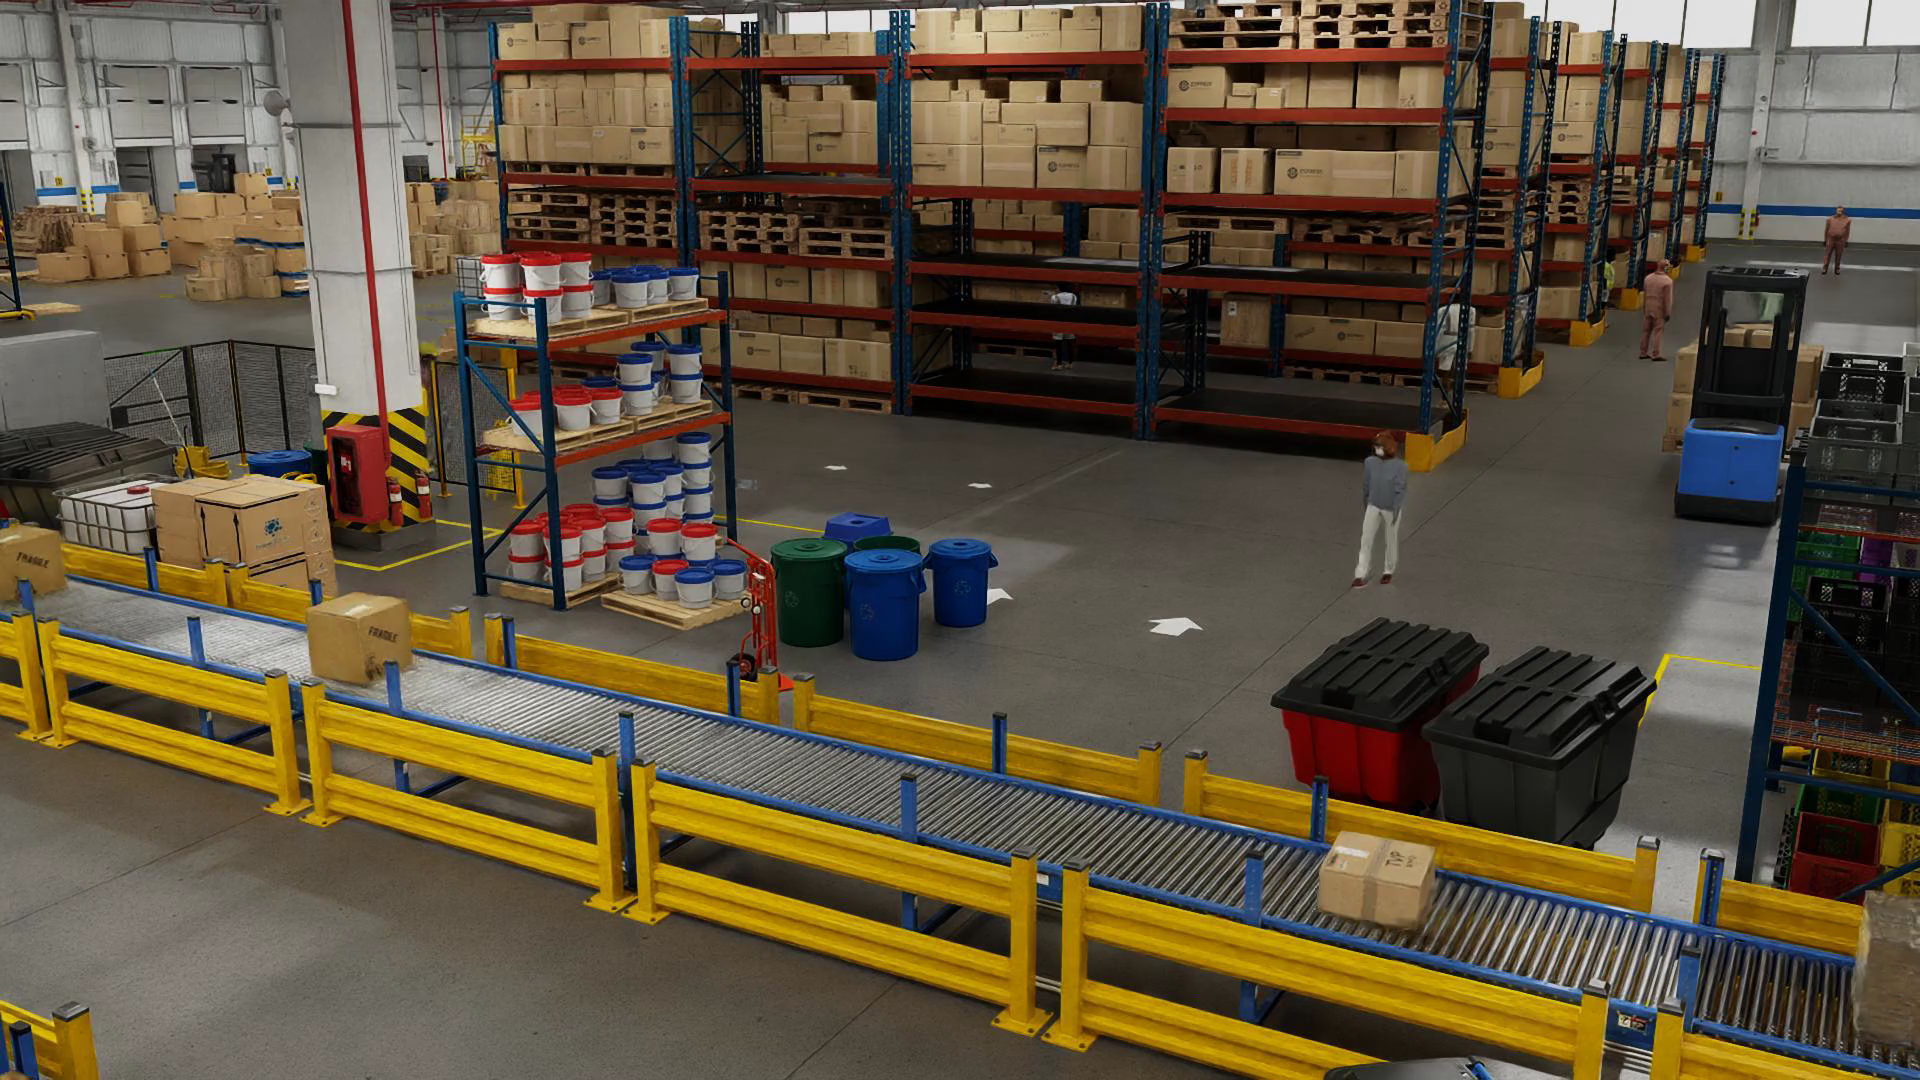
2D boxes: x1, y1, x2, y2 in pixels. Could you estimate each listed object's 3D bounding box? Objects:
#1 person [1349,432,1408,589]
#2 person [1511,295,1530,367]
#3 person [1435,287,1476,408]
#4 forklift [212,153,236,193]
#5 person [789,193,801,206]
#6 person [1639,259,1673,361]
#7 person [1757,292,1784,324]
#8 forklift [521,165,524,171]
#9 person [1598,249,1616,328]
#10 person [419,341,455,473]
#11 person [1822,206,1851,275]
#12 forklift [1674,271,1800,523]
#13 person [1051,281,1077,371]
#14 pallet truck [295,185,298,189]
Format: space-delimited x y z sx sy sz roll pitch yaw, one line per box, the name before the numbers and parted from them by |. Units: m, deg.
person | 4.192 -0.279 16.614 0.502 1.594 0.802 11 18 34
person | 10.105 -3.925 29.733 0.782 1.921 0.557 10 18 34
person | 7.728 -3.017 26.047 0.615 2.040 0.391 -1 15 -2
forklift | -26.967 -12.815 61.276 1.873 2.768 1.129 4 15 13
person | -5.309 -10.311 53.675 0.376 1.934 0.547 -13 20 -40
person | 13.079 -4.300 31.154 0.399 1.900 0.645 -7 16 -25
person | 15.001 -4.055 30.775 0.511 1.618 0.633 13 20 40
forklift | -17.031 -13.602 64.232 1.873 2.768 1.129 1 15 2
person | 13.850 -5.396 35.667 0.318 1.690 0.530 7 17 25
person | -6.912 -1.727 21.765 0.551 1.742 0.520 7 17 26
person | 24.458 -8.364 46.422 0.639 1.901 0.406 7 16 23
forklift | 9.269 -1.763 19.726 1.129 2.768 1.873 8 17 27
person | 1.860 -3.895 30.007 0.534 1.698 0.318 -8 17 -28
pallet truck | -26.804 -14.617 69.738 1.885 1.965 0.823 -14 20 -42
